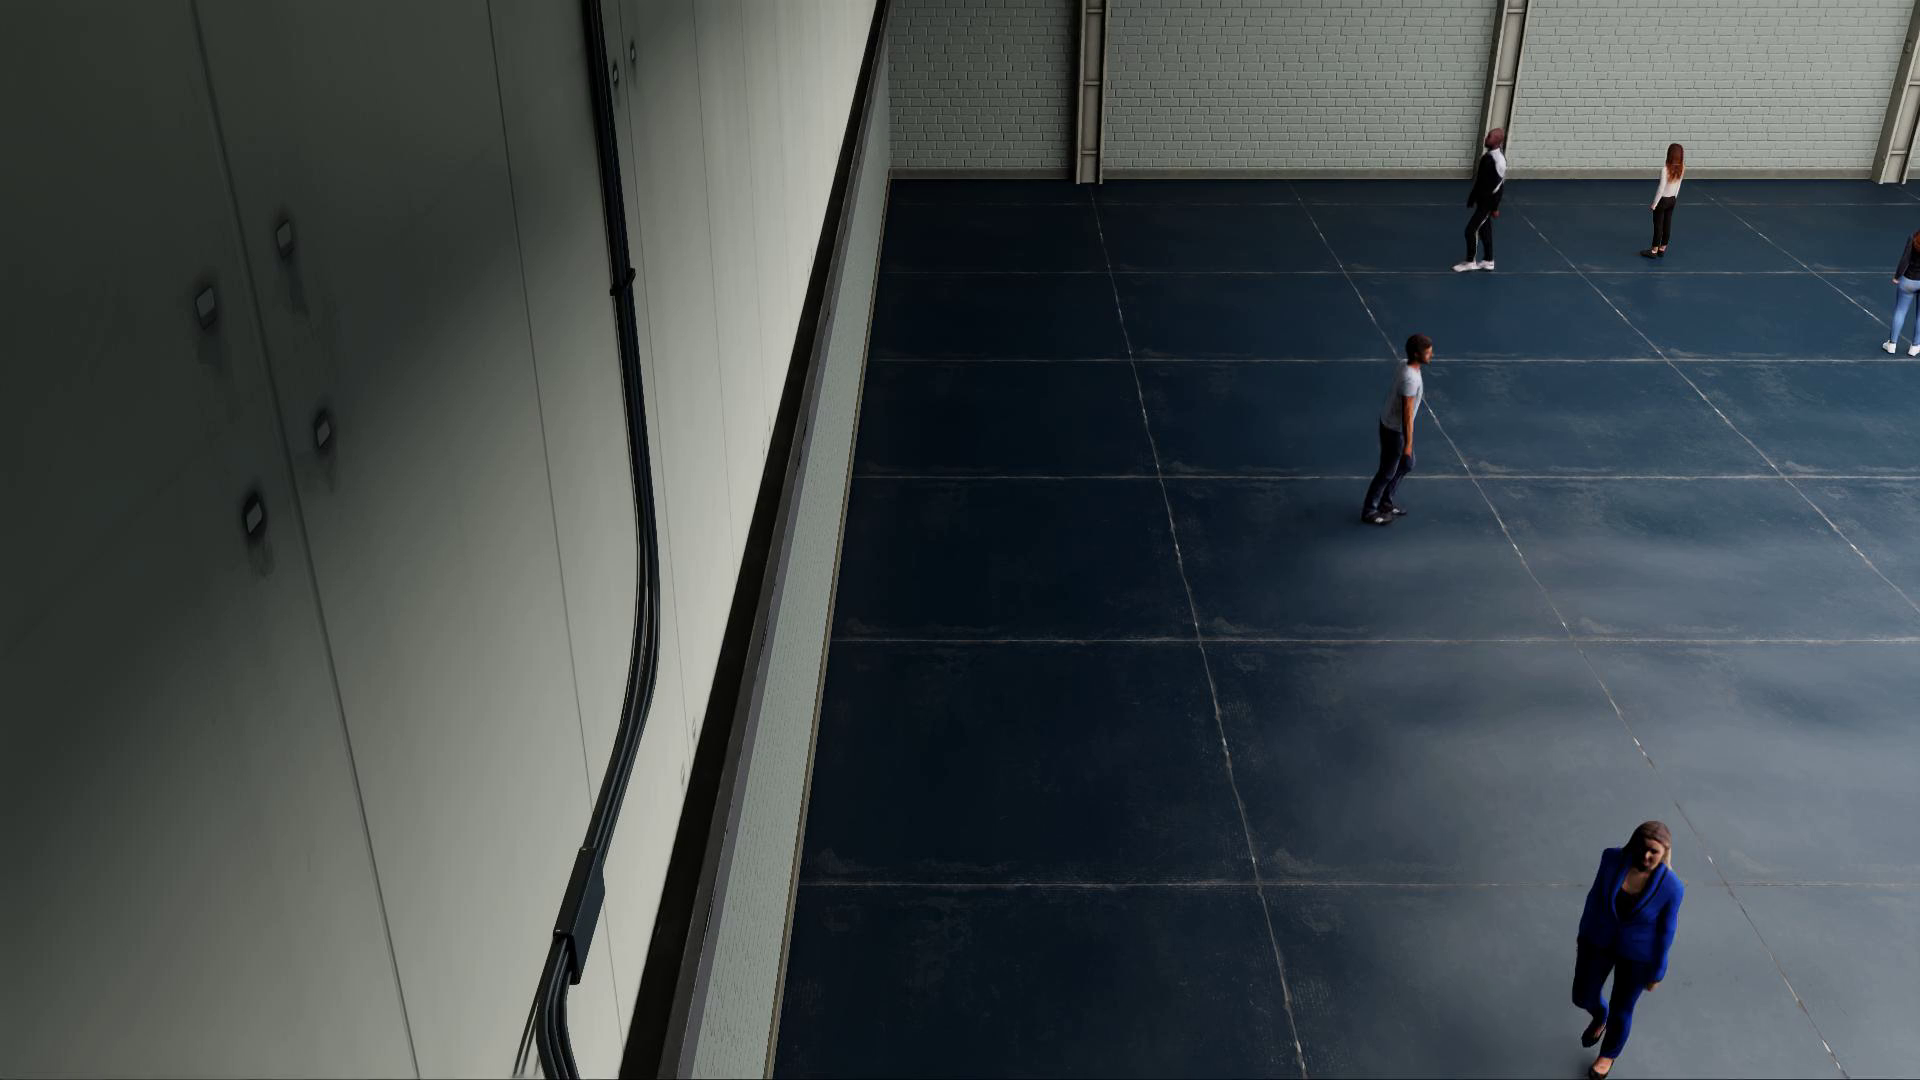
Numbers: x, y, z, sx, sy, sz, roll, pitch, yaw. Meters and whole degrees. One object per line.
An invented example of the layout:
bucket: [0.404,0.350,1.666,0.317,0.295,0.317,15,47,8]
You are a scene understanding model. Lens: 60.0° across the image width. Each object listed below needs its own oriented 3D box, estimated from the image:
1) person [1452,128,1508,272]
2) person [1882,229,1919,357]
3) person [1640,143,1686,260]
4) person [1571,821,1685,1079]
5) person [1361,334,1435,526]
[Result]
person: [6.719,-4.264,20.925,0.785,1.812,0.691,2,28,4]
person: [10.661,-2.866,18.487,0.627,1.634,0.781,10,30,18]
person: [9.130,-4.385,21.499,0.562,1.485,0.672,-14,31,-24]
person: [3.602,2.170,8.975,0.776,1.688,0.842,23,35,36]
person: [3.771,-0.972,14.709,0.722,1.843,0.739,5,28,9]
